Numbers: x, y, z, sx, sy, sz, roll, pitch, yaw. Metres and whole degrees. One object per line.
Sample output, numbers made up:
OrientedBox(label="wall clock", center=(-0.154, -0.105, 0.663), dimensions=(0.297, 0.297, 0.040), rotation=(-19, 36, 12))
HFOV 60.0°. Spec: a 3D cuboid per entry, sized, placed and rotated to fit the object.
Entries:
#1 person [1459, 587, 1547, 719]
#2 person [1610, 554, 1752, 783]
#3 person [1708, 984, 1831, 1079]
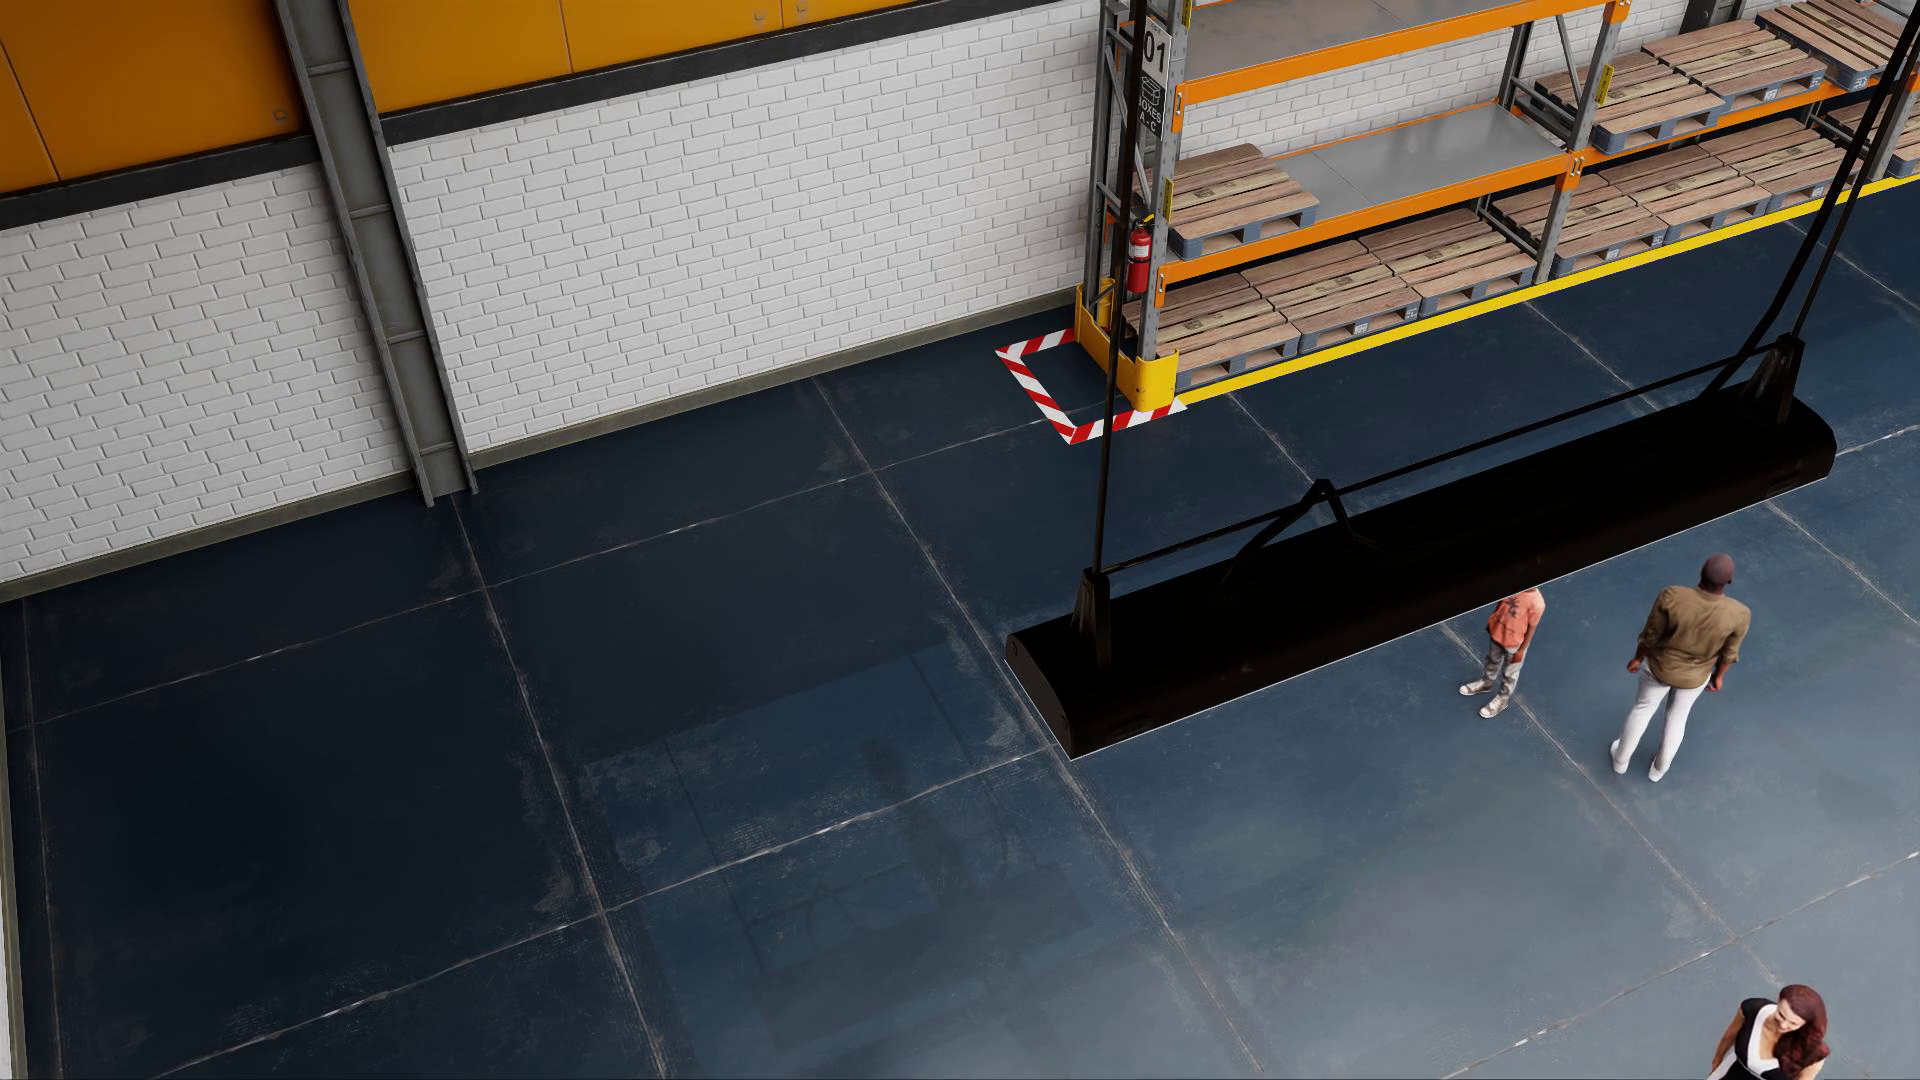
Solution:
OrientedBox(label="person", center=(3.542, 0.592, 10.669), dimensions=(0.473, 1.310, 0.480), rotation=(-16, 46, -17))
OrientedBox(label="person", center=(4.354, 0.782, 10.096), dimensions=(0.783, 1.825, 0.835), rotation=(15, 46, 15))
OrientedBox(label="person", center=(3.908, 2.669, 8.168), dimensions=(0.863, 1.754, 1.207), rotation=(34, 53, 30))
